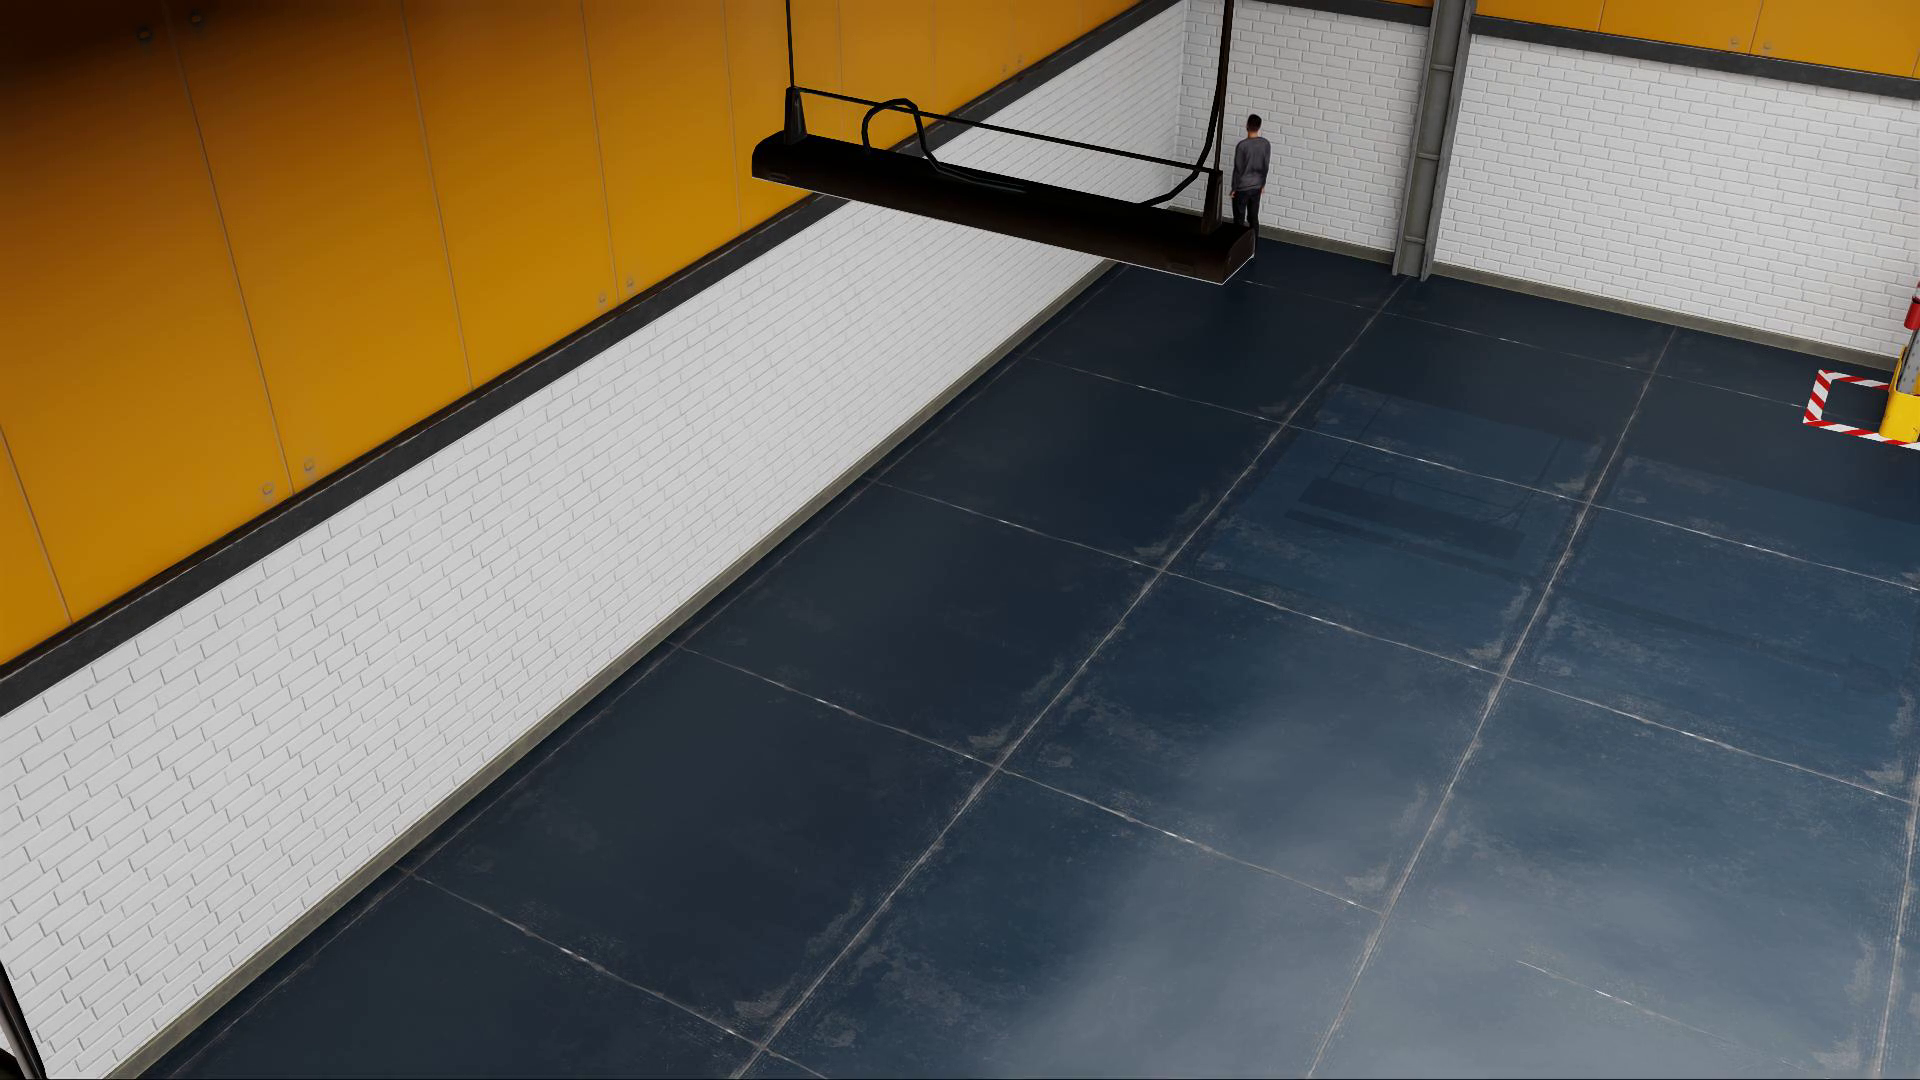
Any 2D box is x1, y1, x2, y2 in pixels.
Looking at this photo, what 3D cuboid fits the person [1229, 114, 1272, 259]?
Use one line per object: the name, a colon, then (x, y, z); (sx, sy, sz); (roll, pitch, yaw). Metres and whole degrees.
person: (3.410, -4.181, 19.719); (0.697, 1.761, 0.734); (-12, 35, -17)
